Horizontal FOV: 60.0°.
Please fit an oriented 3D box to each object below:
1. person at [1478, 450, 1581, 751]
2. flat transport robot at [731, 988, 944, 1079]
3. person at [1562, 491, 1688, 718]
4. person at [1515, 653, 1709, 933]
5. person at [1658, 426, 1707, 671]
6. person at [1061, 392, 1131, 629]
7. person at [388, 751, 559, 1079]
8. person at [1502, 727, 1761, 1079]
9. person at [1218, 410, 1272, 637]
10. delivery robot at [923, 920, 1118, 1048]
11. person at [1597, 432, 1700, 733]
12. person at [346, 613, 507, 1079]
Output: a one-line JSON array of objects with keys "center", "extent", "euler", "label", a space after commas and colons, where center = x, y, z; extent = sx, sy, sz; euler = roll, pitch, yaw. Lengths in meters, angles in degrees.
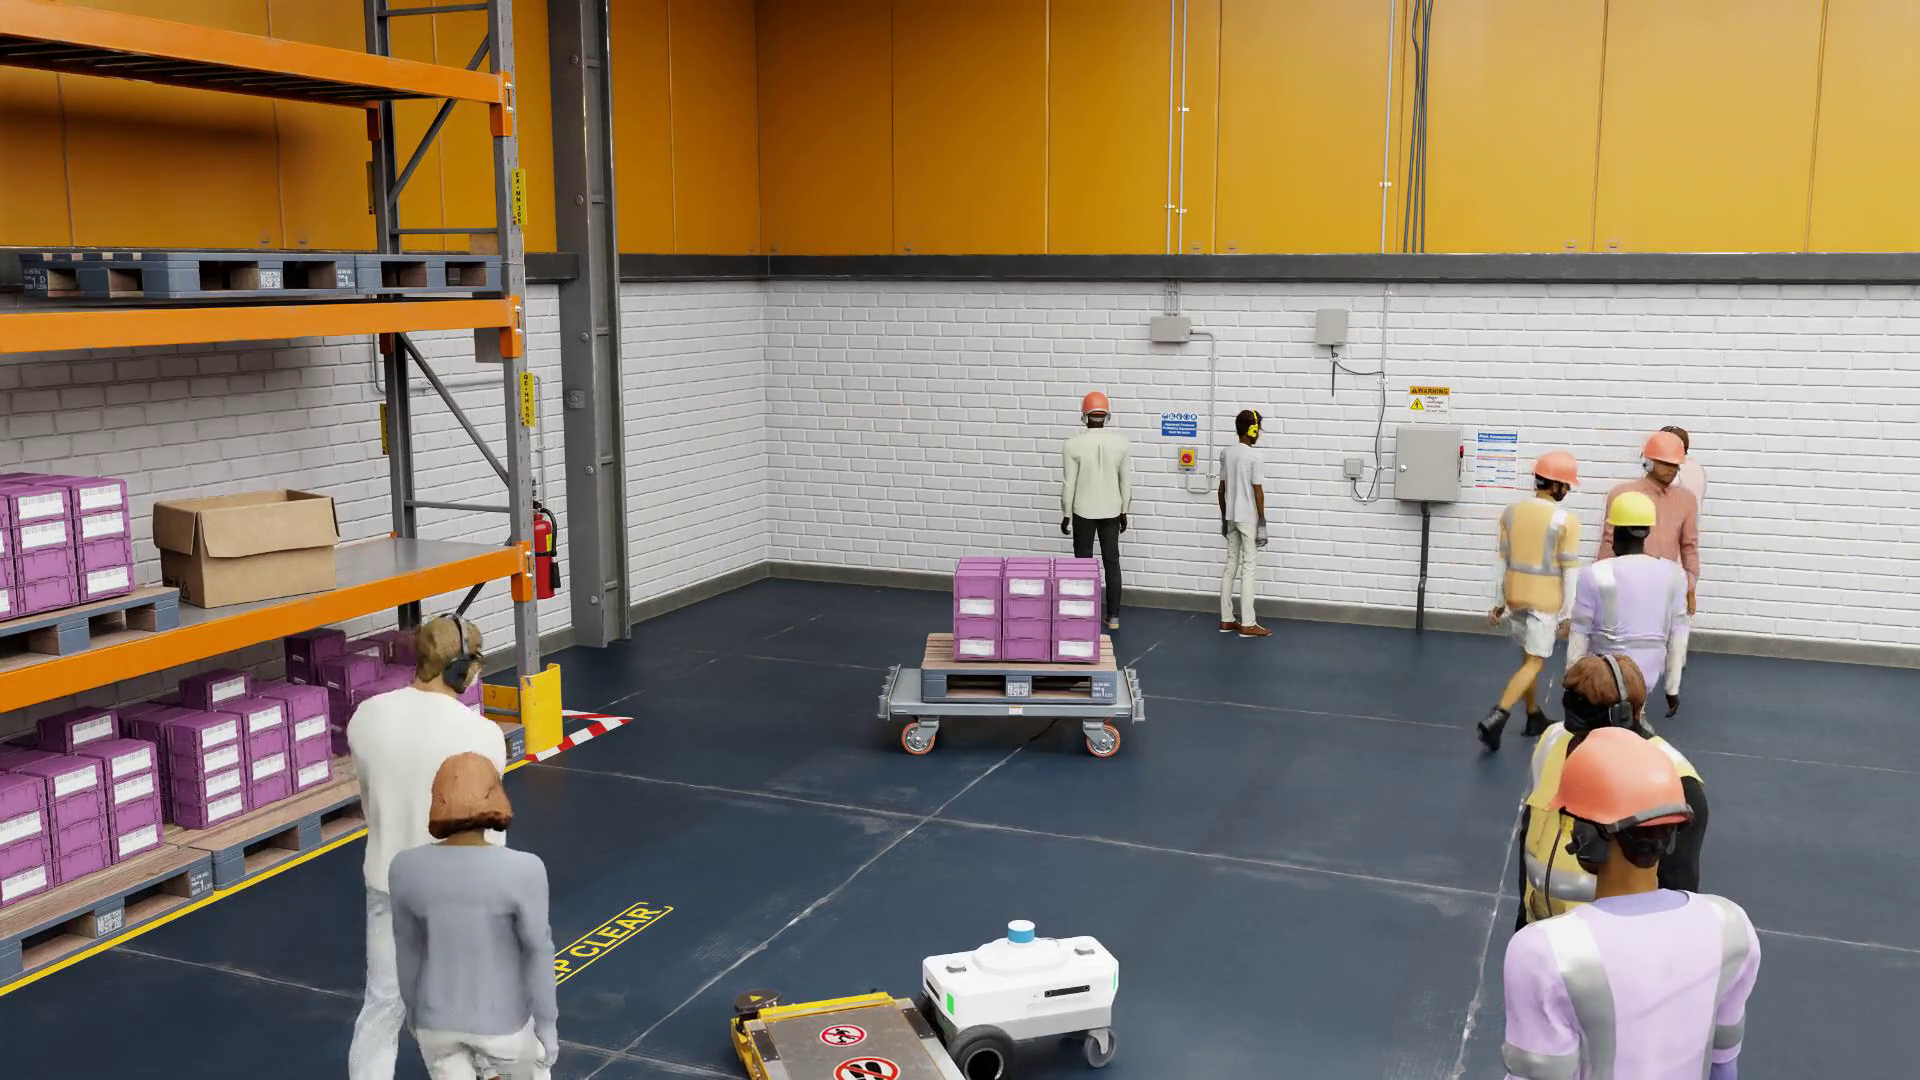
[{"center": [3.565, 0.380, 10.448], "extent": [0.908, 1.898, 0.580], "euler": [-7, 12, -37], "label": "person"}, {"center": [-0.360, 1.938, 5.891], "extent": [0.652, 0.197, 1.431], "euler": [-3, 10, -18], "label": "flat transport robot"}, {"center": [3.429, 0.691, 8.562], "extent": [0.597, 1.887, 0.945], "euler": [-2, 9, -9], "label": "person"}, {"center": [2.011, 1.255, 5.295], "extent": [0.430, 1.840, 0.620], "euler": [-5, 11, -28], "label": "person"}, {"center": [5.317, 0.060, 12.524], "extent": [0.634, 1.841, 0.429], "euler": [-7, 12, -37], "label": "person"}, {"center": [1.127, -0.236, 13.853], "extent": [0.608, 1.995, 0.377], "euler": [-2, 10, -15], "label": "person"}, {"center": [-1.429, 1.422, 4.933], "extent": [0.515, 1.618, 0.325], "euler": [1, 9, 4], "label": "person"}, {"center": [1.427, 1.415, 3.704], "extent": [0.608, 2.043, 0.374], "euler": [-3, 10, -19], "label": "person"}, {"center": [2.337, -0.139, 13.667], "extent": [0.326, 1.865, 0.518], "euler": [-6, 11, -33], "label": "person"}, {"center": [0.232, 1.683, 6.291], "extent": [0.707, 0.478, 0.477], "euler": [-3, 10, -18], "label": "delivery robot"}, {"center": [4.428, 0.297, 10.641], "extent": [0.632, 1.978, 0.573], "euler": [-1, 9, -7], "label": "person"}, {"center": [-1.797, 1.180, 5.668], "extent": [0.636, 1.874, 1.058], "euler": [2, 10, 14], "label": "person"}]
